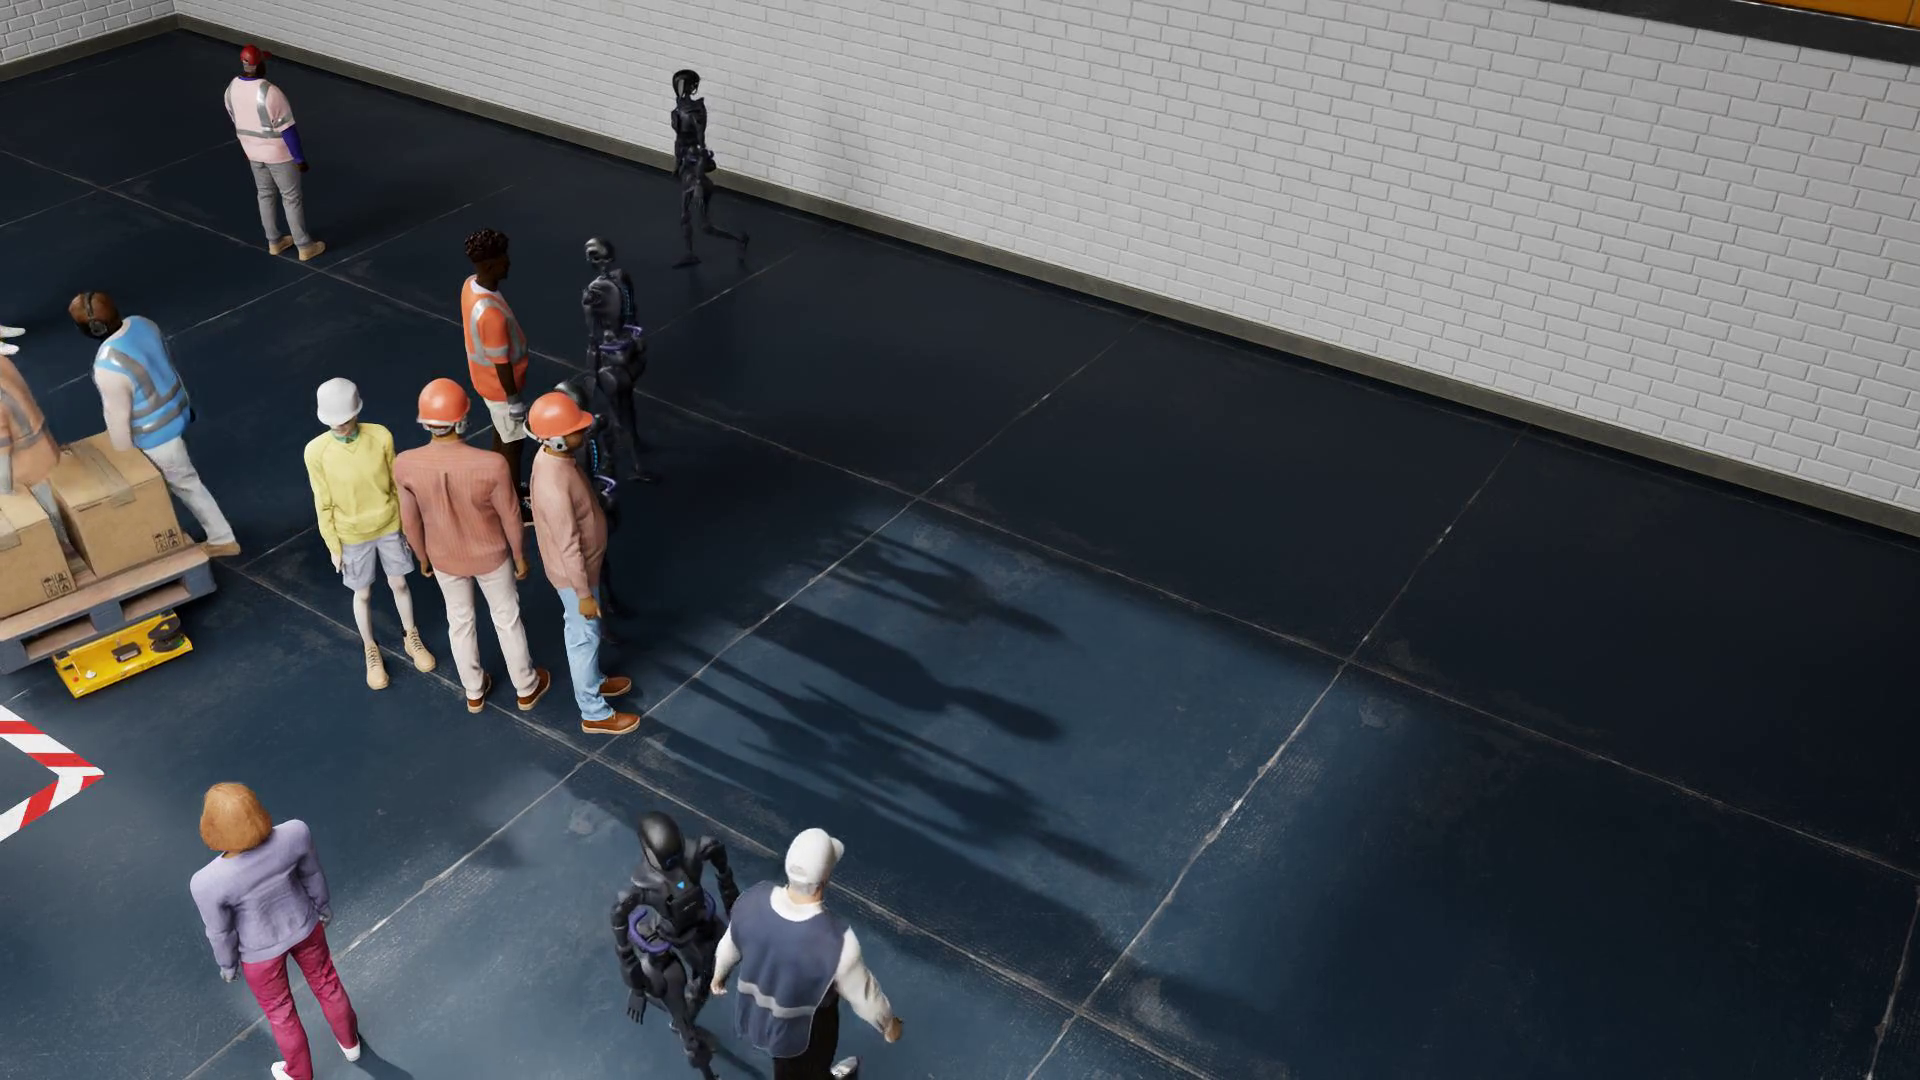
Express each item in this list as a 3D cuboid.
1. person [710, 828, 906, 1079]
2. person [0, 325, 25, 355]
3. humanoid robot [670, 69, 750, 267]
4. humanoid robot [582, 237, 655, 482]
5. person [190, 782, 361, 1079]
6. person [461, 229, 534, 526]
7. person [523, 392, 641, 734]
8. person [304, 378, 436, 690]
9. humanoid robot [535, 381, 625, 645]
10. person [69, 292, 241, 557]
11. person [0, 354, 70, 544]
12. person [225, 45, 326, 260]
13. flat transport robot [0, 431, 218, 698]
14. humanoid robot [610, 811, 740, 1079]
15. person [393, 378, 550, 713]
[{"bbox_3d":[-0.592,1.773,6.468,0.736,1.709,0.792,24,41,30],"label":"person"},{"bbox_3d":[-7.267,-2.241,12.071,0.328,1.872,0.508,-9,36,-13],"label":"person"},{"bbox_3d":[-2.061,-2.974,13.299,0.661,1.631,0.600,-17,38,-22],"label":"humanoid robot"},{"bbox_3d":[-2.203,-1.163,10.729,0.548,1.643,0.611,13,37,18],"label":"humanoid robot"},{"bbox_3d":[-2.774,1.614,6.764,0.264,1.631,0.506,27,43,33],"label":"person"},{"bbox_3d":[-2.802,-0.986,10.202,0.372,1.957,0.604,-14,37,-20],"label":"person"},{"bbox_3d":[-1.964,0.126,8.579,0.376,1.997,0.610,-9,36,-13],"label":"person"},{"bbox_3d":[-3.173,-0.052,8.927,0.480,1.888,0.395,-21,40,-27],"label":"person"},{"bbox_3d":[-2.126,-0.149,9.245,0.398,1.656,0.602,22,41,28],"label":"humanoid robot"},{"bbox_3d":[-4.865,-0.651,9.856,0.834,1.802,0.637,-2,35,-4],"label":"person"},{"bbox_3d":[-5.424,-0.410,9.437,0.885,1.880,0.633,-12,37,-16],"label":"person"},{"bbox_3d":[-5.551,-3.130,13.454,0.598,1.746,0.418,13,37,18],"label":"person"},{"bbox_3d":[-5.087,0.387,9.711,0.659,0.231,1.431,-27,43,-33],"label":"flat transport robot"},{"bbox_3d":[-1.103,1.642,6.712,0.619,1.635,0.615,-30,45,-35],"label":"humanoid robot"},{"bbox_3d":[-2.550,0.057,8.679,0.610,1.995,0.389,1,35,1],"label":"person"}]
